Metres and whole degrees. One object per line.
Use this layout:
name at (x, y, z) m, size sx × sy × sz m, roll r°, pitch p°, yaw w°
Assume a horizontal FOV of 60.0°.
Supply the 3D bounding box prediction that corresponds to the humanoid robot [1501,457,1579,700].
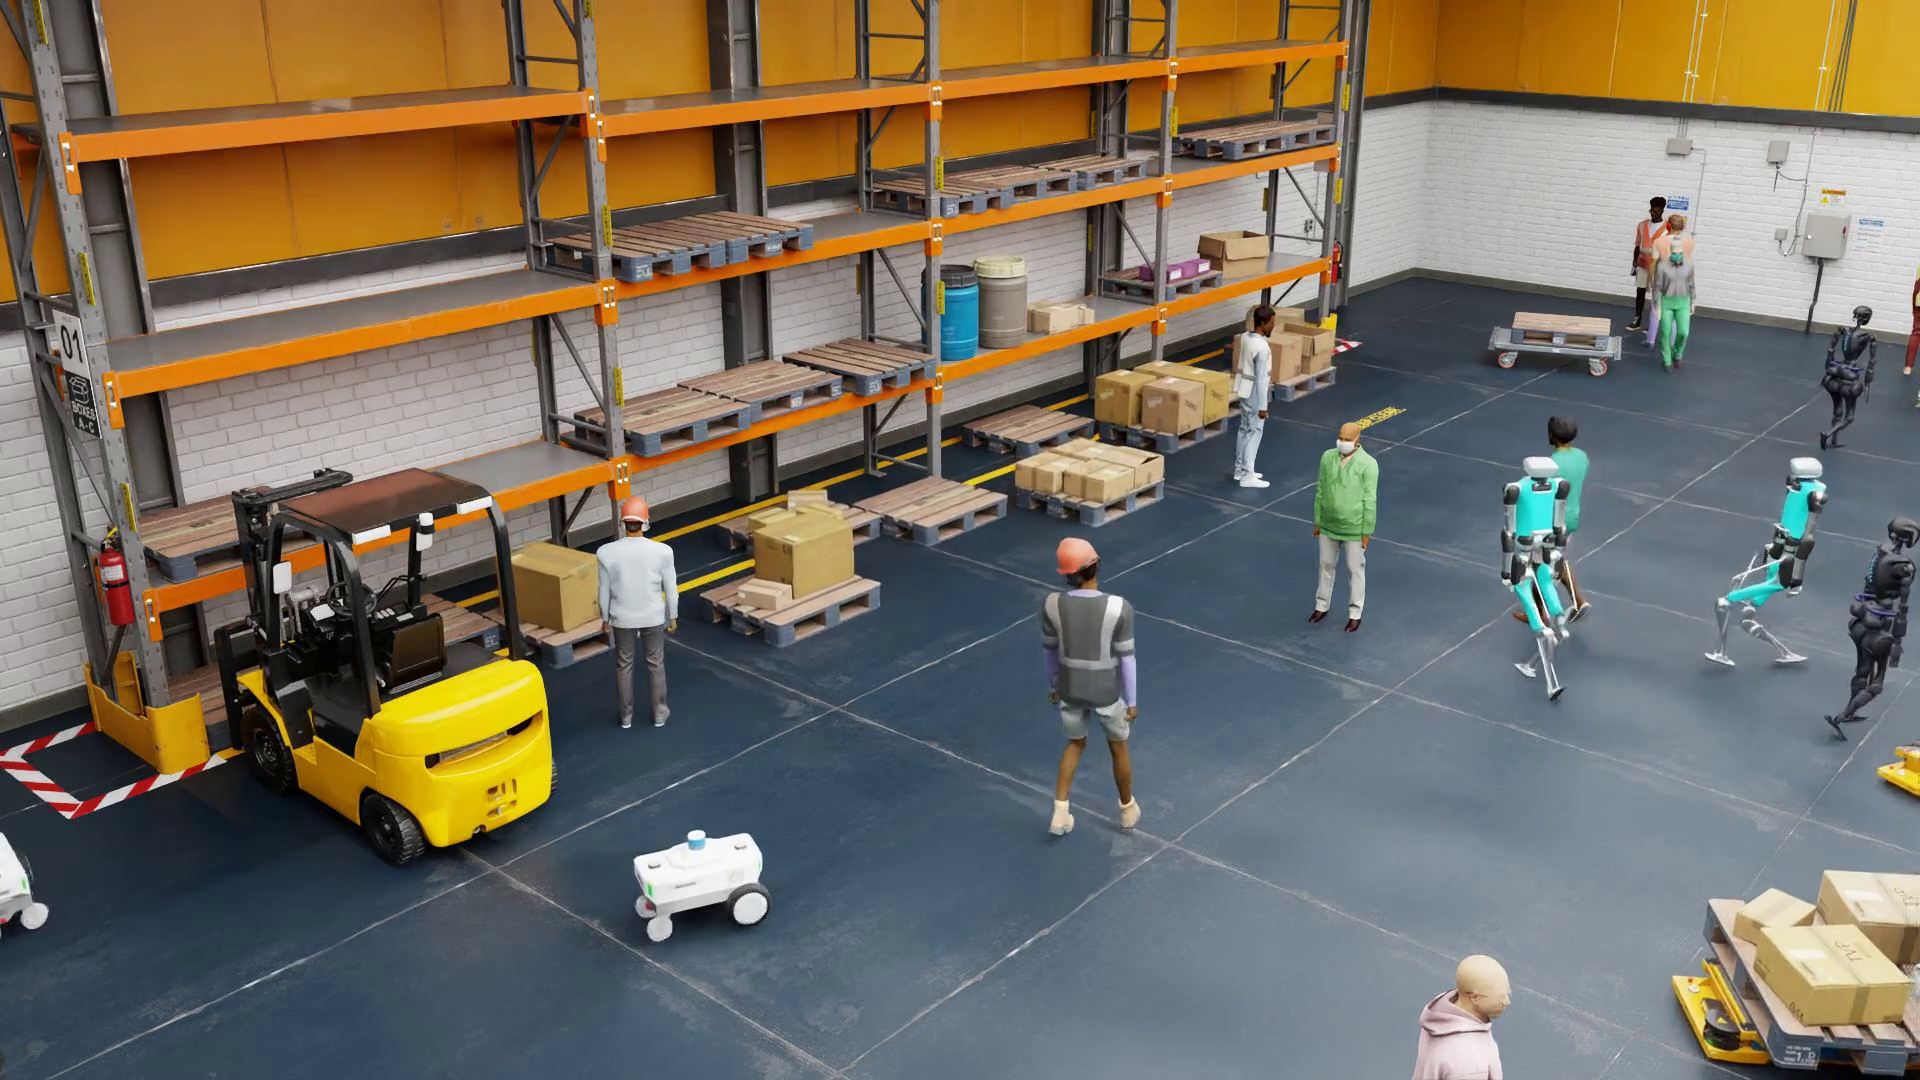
humanoid robot at (4.460, 0.342, 12.585) m, size 0.548 × 1.827 × 0.879 m, roll -4°, pitch 21°, yaw -11°

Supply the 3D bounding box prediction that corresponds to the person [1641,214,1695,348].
person at (9.758, -3.549, 22.905) m, size 0.562 × 1.837 × 0.377 m, roll 1°, pitch 20°, yaw 3°

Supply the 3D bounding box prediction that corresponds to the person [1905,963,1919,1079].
person at (5.022, 1.814, 8.251) m, size 0.621 × 1.932 × 0.369 m, roll -11°, pitch 23°, yaw -26°

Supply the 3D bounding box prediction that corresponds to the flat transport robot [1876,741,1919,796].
flat transport robot at (7.060, 1.548, 11.356) m, size 1.431 × 0.231 × 0.659 m, roll -9°, pitch 22°, yaw -22°

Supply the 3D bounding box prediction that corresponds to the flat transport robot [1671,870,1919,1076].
flat transport robot at (4.583, 2.514, 8.740) m, size 1.431 × 0.231 × 0.659 m, roll 2°, pitch 20°, yaw 6°

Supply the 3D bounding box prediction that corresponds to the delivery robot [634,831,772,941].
delivery robot at (-1.502, 1.993, 9.763) m, size 0.796 × 0.613 × 0.499 m, roll -9°, pitch 22°, yaw -23°

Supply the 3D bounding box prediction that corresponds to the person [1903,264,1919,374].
person at (12.541, -2.990, 21.490) m, size 0.469 × 1.768 × 0.378 m, roll 15°, pitch 25°, yaw 35°

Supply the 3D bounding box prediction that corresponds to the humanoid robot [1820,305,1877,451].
humanoid robot at (9.737, -1.783, 18.377) m, size 0.561 × 1.640 × 0.608 m, roll -10°, pitch 22°, yaw -25°

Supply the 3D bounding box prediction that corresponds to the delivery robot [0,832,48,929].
delivery robot at (-5.680, 1.993, 9.729) m, size 0.525 × 0.587 × 0.738 m, roll -16°, pitch 26°, yaw -37°

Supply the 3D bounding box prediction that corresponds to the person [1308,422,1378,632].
person at (3.166, -0.122, 13.713) m, size 0.539 × 1.776 × 0.388 m, roll 15°, pitch 25°, yaw 35°

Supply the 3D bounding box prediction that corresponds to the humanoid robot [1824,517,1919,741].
humanoid robot at (6.502, 0.613, 11.903) m, size 0.450 × 1.665 × 0.594 m, roll 0°, pitch 20°, yaw 1°

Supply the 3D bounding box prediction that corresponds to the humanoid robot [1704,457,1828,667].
humanoid robot at (6.183, 0.222, 12.907) m, size 1.024 × 1.779 × 0.531 m, roll 1°, pitch 20°, yaw 4°

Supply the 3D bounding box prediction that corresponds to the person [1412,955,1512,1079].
person at (1.969, 2.450, 6.724) m, size 0.400 × 1.781 × 0.535 m, roll 1°, pitch 20°, yaw 3°

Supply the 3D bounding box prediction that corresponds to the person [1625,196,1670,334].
person at (9.887, -3.934, 23.783) m, size 0.371 × 1.958 × 0.596 m, roll -17°, pitch 26°, yaw -38°

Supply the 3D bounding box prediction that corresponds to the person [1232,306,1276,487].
person at (3.041, -1.484, 17.212) m, size 0.409 × 1.908 × 0.595 m, roll -3°, pitch 21°, yaw -9°

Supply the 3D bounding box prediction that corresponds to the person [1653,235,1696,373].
person at (9.292, -3.070, 21.620) m, size 0.555 × 1.826 × 0.431 m, roll 4°, pitch 21°, yaw 10°

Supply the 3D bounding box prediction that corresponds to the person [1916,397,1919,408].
person at (11.931, -2.368, 19.710) m, size 0.655 × 1.827 × 0.874 m, roll -13°, pitch 24°, yaw -32°

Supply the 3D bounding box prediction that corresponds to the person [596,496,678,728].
person at (-2.317, 0.523, 12.008) m, size 0.573 × 1.740 × 0.344 m, roll -3°, pitch 21°, yaw -9°

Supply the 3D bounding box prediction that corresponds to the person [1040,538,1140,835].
person at (0.809, 0.950, 10.510) m, size 0.661 × 1.991 × 0.642 m, roll 8°, pitch 22°, yaw 21°

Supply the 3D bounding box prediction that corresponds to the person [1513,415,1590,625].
person at (4.902, -0.125, 13.626) m, size 0.512 × 1.833 × 0.507 m, roll -13°, pitch 24°, yaw -31°

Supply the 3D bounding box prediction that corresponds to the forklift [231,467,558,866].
forklift at (-3.730, 0.710, 10.856) m, size 2.313 × 2.155 × 1.214 m, roll 17°, pitch 26°, yaw 38°
